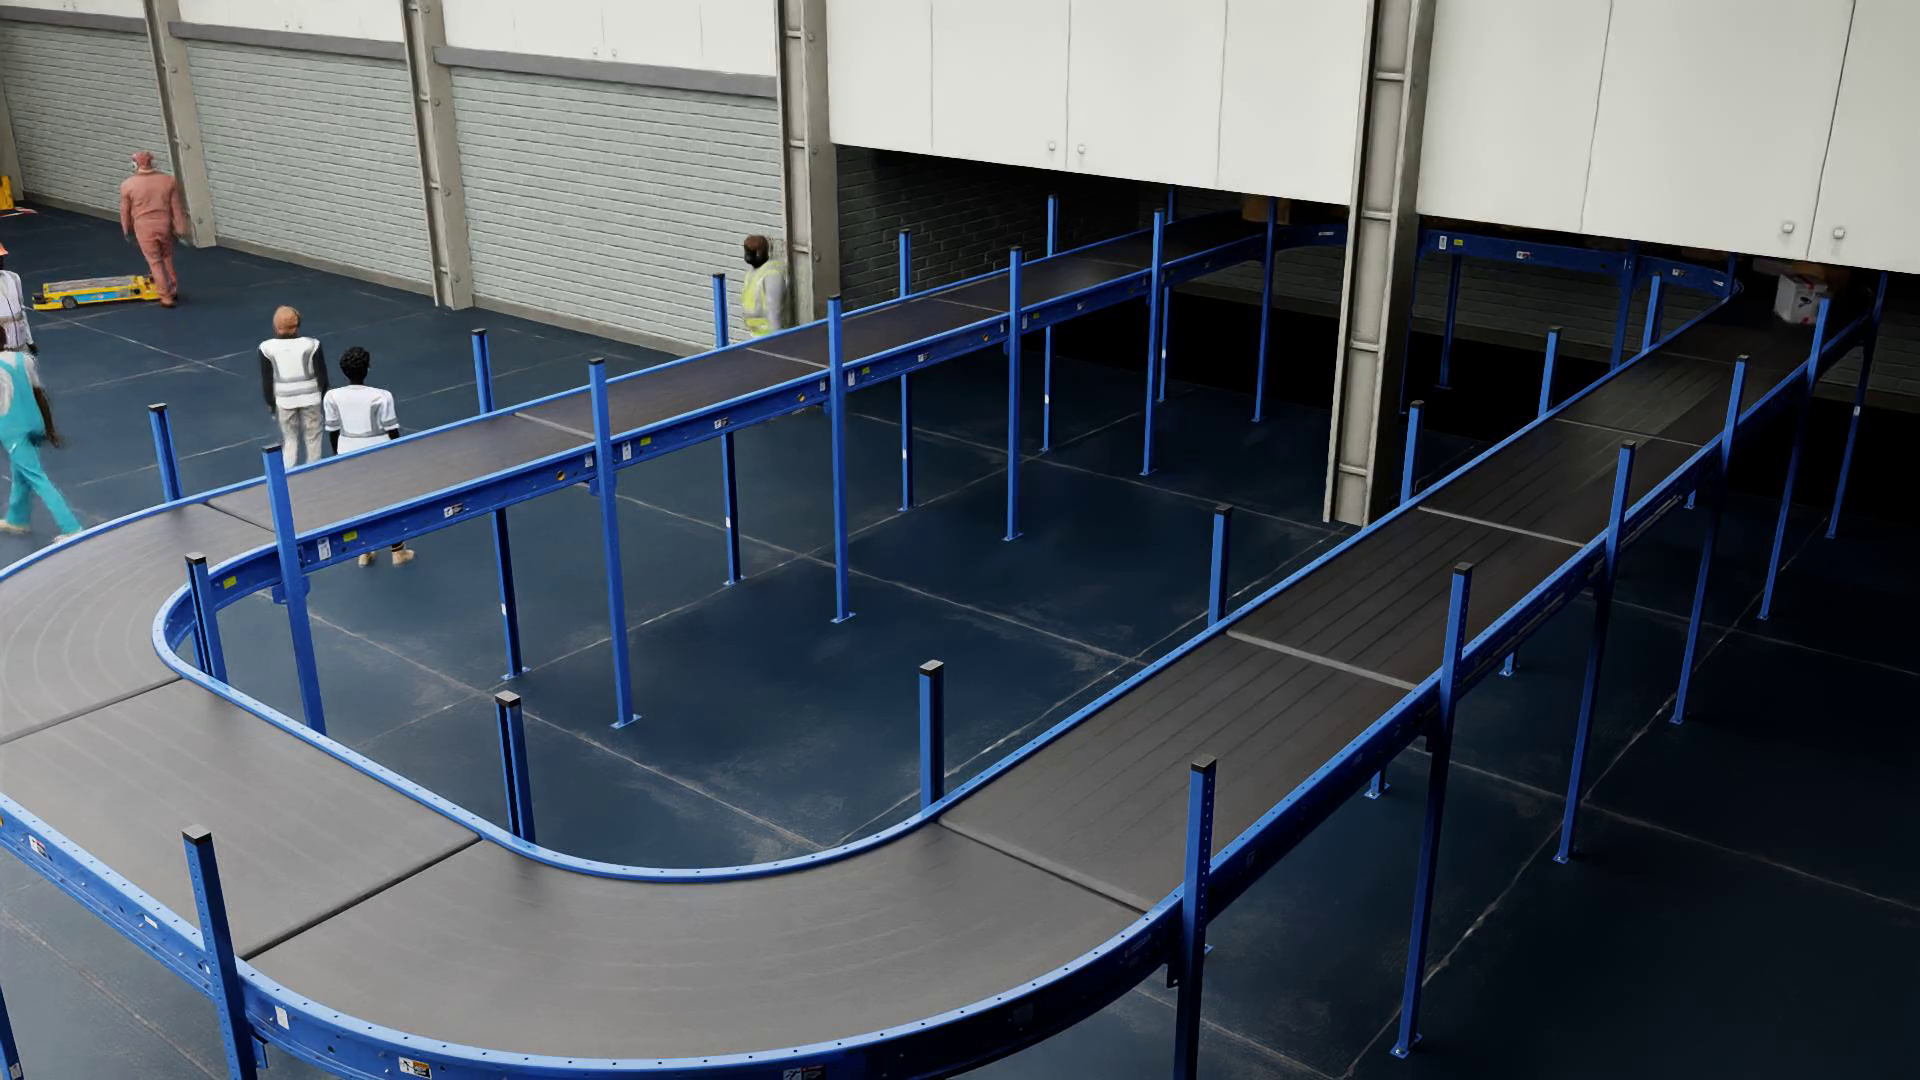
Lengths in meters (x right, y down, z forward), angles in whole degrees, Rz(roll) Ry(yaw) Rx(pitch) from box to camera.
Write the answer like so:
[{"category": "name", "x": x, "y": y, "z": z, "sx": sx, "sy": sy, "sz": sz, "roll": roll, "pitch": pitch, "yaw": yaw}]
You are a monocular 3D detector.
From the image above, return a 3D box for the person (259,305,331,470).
[{"category": "person", "x": -5.516, "y": -1.147, "z": 13.888, "sx": 0.522, "sy": 1.626, "sz": 0.374, "roll": -3, "pitch": 22, "yaw": -7}]

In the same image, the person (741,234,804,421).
[{"category": "person", "x": -1.794, "y": -1.998, "z": 15.776, "sx": 0.538, "sy": 1.824, "sz": 0.636, "roll": -11, "pitch": 24, "yaw": -26}]

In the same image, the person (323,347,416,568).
[{"category": "person", "x": -4.436, "y": -0.605, "z": 12.416, "sx": 0.580, "sy": 1.697, "sz": 0.316, "roll": 0, "pitch": 21, "yaw": -1}]

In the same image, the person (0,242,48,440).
[{"category": "person", "x": -8.662, "y": -1.805, "z": 15.127, "sx": 0.354, "sy": 1.942, "sz": 0.545, "roll": 8, "pitch": 23, "yaw": 19}]

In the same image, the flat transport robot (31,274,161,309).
[{"category": "flat transport robot", "x": -10.710, "y": -3.088, "z": 20.631, "sx": 1.431, "sy": 0.197, "sz": 0.652, "roll": -11, "pitch": 24, "yaw": -26}]

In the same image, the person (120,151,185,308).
[{"category": "person", "x": -9.850, "y": -3.788, "z": 20.245, "sx": 0.733, "sy": 1.873, "sz": 0.635, "roll": 19, "pitch": 29, "yaw": 40}]

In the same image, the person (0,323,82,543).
[{"category": "person", "x": -7.264, "y": -0.831, "z": 12.868, "sx": 0.973, "sy": 1.797, "sz": 0.505, "roll": 5, "pitch": 22, "yaw": 12}]
